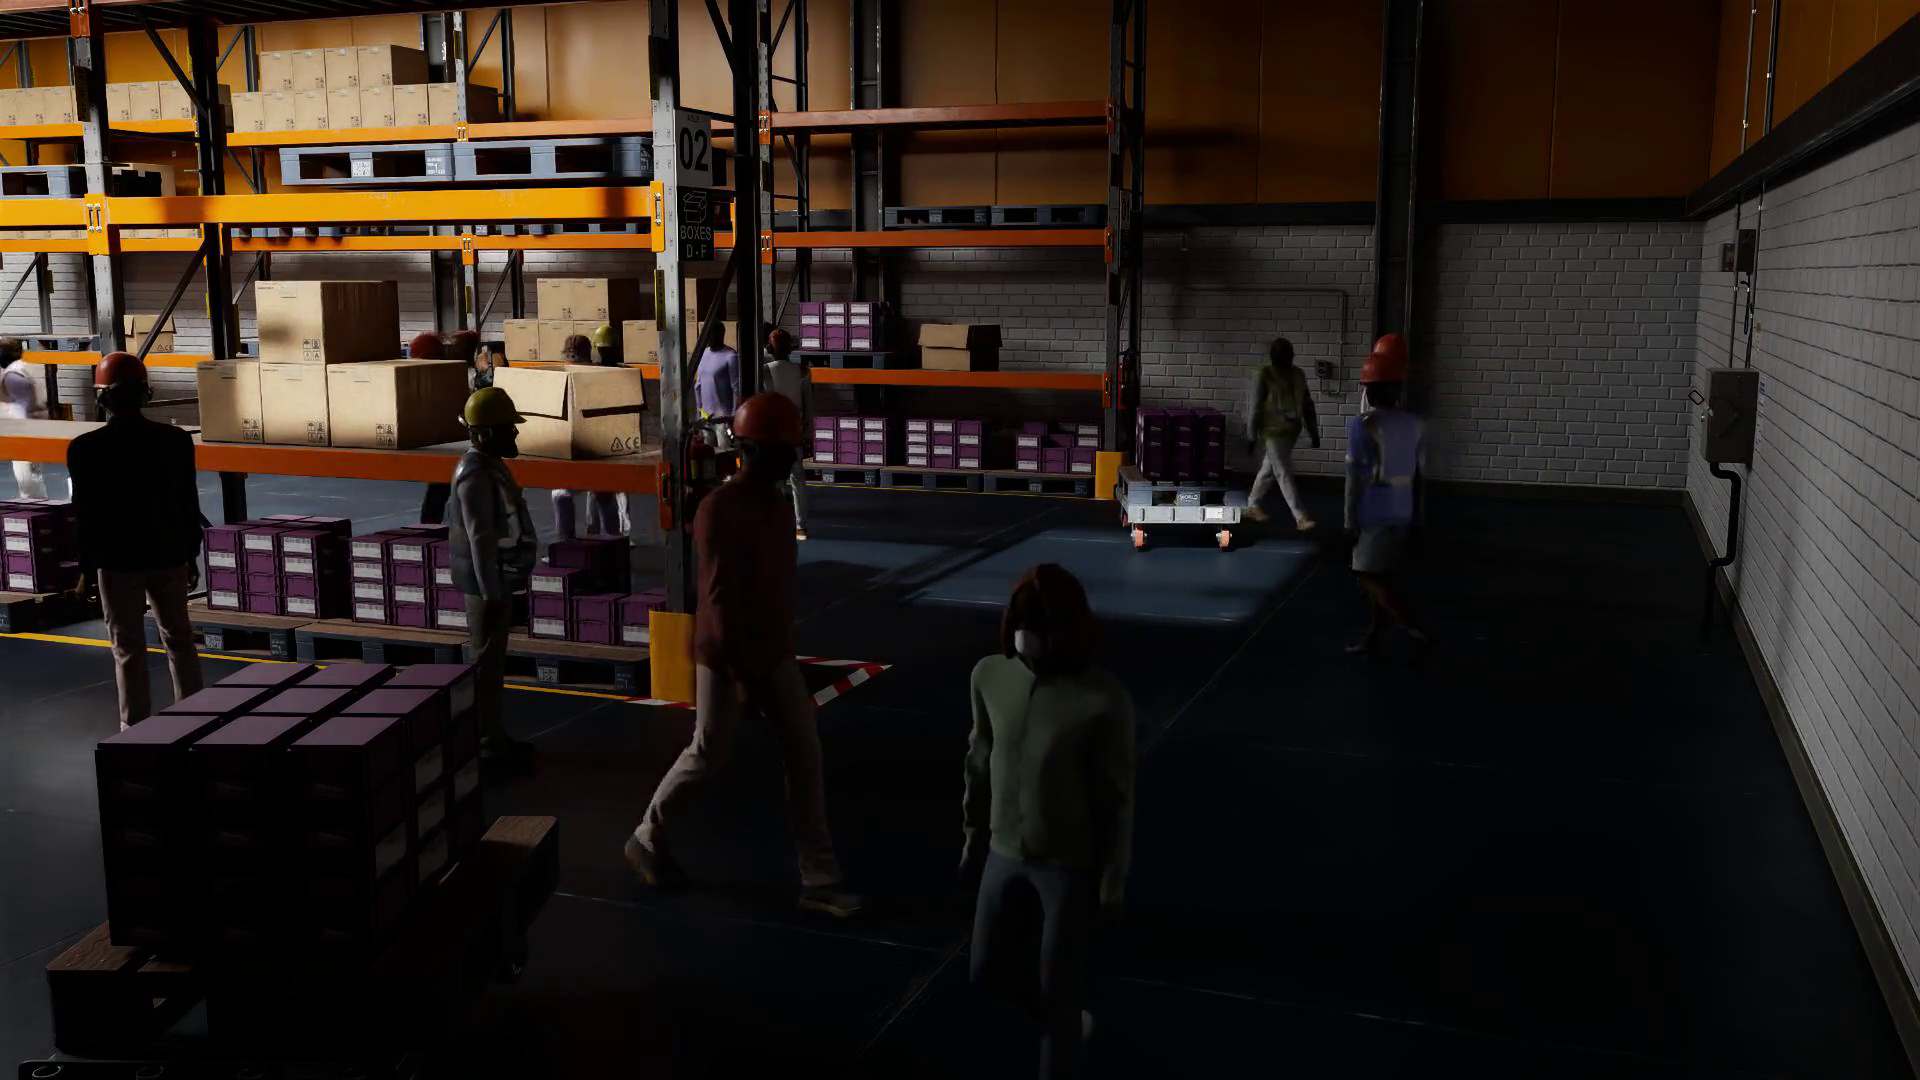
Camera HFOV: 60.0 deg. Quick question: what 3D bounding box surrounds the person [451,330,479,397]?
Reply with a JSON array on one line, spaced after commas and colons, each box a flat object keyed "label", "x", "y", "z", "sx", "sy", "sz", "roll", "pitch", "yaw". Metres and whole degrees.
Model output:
[{"label": "person", "x": -4.247, "y": -0.874, "z": 14.441, "sx": 0.572, "sy": 1.883, "sz": 0.355, "roll": 8, "pitch": 12, "yaw": 42}]

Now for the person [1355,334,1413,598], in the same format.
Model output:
[{"label": "person", "x": 3.096, "y": -0.540, "z": 12.192, "sx": 0.376, "sy": 1.932, "sz": 0.543, "roll": 2, "pitch": 9, "yaw": 13}]

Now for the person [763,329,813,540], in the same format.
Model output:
[{"label": "person", "x": -1.575, "y": -0.923, "z": 14.742, "sx": 0.584, "sy": 1.882, "sz": 0.337, "roll": -5, "pitch": 10, "yaw": -29}]

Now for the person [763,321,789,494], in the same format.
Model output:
[{"label": "person", "x": -2.044, "y": -1.377, "z": 17.641, "sx": 0.533, "sy": 1.869, "sz": 0.311, "roll": -4, "pitch": 10, "yaw": -22}]

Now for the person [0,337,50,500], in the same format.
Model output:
[{"label": "person", "x": -8.480, "y": -0.921, "z": 15.024, "sx": 0.433, "sy": 1.813, "sz": 0.770, "roll": -3, "pitch": 10, "yaw": -18}]

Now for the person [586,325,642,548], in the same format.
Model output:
[{"label": "person", "x": -3.011, "y": -0.874, "z": 14.295, "sx": 0.585, "sy": 1.928, "sz": 0.378, "roll": -3, "pitch": 10, "yaw": -18}]

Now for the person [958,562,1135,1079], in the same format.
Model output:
[{"label": "person", "x": 0.245, "y": 0.848, "z": 4.423, "sx": 0.520, "sy": 1.619, "sz": 0.458, "roll": 7, "pitch": 11, "yaw": 36}]

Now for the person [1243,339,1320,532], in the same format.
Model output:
[{"label": "person", "x": 3.012, "y": -0.990, "z": 15.530, "sx": 0.723, "sy": 1.780, "sz": 1.005, "roll": -6, "pitch": 11, "yaw": -33}]

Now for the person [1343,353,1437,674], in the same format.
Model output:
[{"label": "person", "x": 2.563, "y": -0.146, "z": 9.850, "sx": 0.538, "sy": 1.910, "sz": 0.821, "roll": -5, "pitch": 10, "yaw": -28}]

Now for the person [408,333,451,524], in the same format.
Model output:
[{"label": "person", "x": -3.898, "y": -0.600, "z": 12.605, "sx": 1.057, "sy": 1.920, "sz": 0.699, "roll": -1, "pitch": 9, "yaw": -8}]

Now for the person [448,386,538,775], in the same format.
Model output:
[{"label": "person", "x": -2.214, "y": 0.188, "z": 7.926, "sx": 0.404, "sy": 1.834, "sz": 0.591, "roll": -2, "pitch": 9, "yaw": -11}]

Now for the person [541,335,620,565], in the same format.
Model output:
[{"label": "person", "x": -3.084, "y": -0.712, "z": 13.439, "sx": 0.779, "sy": 1.876, "sz": 0.661, "roll": 5, "pitch": 10, "yaw": 27}]

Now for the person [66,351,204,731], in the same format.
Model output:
[{"label": "person", "x": -3.955, "y": 0.096, "z": 7.996, "sx": 0.395, "sy": 1.994, "sz": 0.612, "roll": 7, "pitch": 11, "yaw": 37}]

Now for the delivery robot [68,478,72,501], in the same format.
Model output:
[{"label": "delivery robot", "x": -8.183, "y": -0.491, "z": 15.900, "sx": 0.707, "sy": 0.478, "sz": 0.477, "roll": 5, "pitch": 10, "yaw": 30}]

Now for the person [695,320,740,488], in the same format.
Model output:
[{"label": "person", "x": -2.372, "y": -1.209, "z": 16.380, "sx": 0.629, "sy": 1.936, "sz": 0.372, "roll": 8, "pitch": 12, "yaw": 40}]

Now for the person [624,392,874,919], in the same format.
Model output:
[{"label": "person", "x": -0.833, "y": 0.414, "z": 6.180, "sx": 1.016, "sy": 1.947, "sz": 0.599, "roll": 5, "pitch": 10, "yaw": 30}]

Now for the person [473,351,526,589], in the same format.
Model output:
[{"label": "person", "x": -3.191, "y": -0.385, "z": 11.530, "sx": 0.429, "sy": 1.837, "sz": 0.629, "roll": -2, "pitch": 9, "yaw": -13}]
